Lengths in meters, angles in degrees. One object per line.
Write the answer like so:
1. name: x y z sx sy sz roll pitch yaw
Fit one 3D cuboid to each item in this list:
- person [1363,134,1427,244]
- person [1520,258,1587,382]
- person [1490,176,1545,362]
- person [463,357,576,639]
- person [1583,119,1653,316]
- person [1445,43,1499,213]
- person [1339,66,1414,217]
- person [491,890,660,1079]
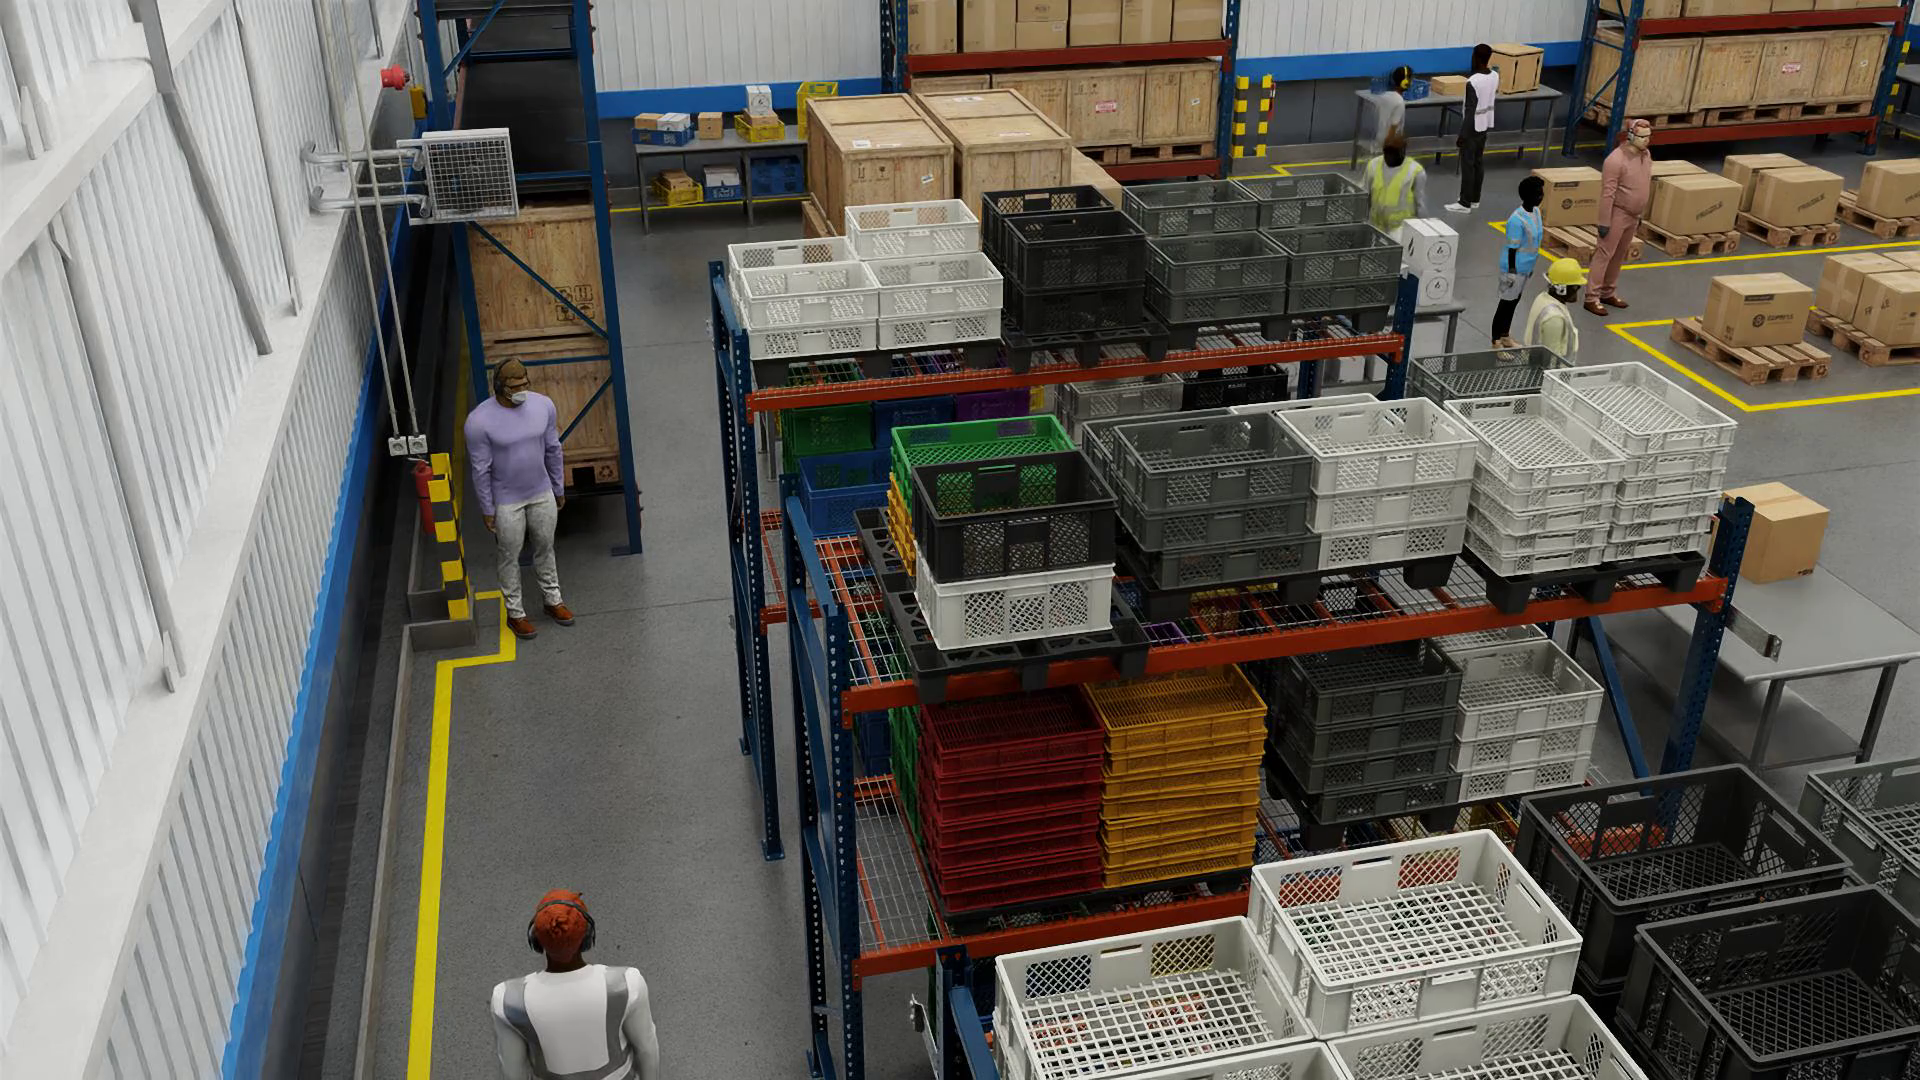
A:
1. person: 4.246 -3.137 16.376 0.644 1.787 0.816 24 36 38
2. person: 4.505 -1.282 12.784 0.404 1.835 0.588 5 28 9
3. person: 5.113 -2.493 15.228 0.318 1.697 0.535 19 33 31
4. person: -2.839 -0.287 10.798 0.625 1.933 0.374 -22 35 -35
5. person: 6.490 -3.165 16.281 0.651 1.906 0.403 -20 34 -33
6. person: 5.994 -4.782 19.336 0.372 1.916 0.596 23 36 37
7. person: 4.798 -4.423 18.769 0.941 1.831 0.518 -7 29 -13
8. person: -1.415 2.105 6.309 0.574 1.882 0.356 -5 28 -10
